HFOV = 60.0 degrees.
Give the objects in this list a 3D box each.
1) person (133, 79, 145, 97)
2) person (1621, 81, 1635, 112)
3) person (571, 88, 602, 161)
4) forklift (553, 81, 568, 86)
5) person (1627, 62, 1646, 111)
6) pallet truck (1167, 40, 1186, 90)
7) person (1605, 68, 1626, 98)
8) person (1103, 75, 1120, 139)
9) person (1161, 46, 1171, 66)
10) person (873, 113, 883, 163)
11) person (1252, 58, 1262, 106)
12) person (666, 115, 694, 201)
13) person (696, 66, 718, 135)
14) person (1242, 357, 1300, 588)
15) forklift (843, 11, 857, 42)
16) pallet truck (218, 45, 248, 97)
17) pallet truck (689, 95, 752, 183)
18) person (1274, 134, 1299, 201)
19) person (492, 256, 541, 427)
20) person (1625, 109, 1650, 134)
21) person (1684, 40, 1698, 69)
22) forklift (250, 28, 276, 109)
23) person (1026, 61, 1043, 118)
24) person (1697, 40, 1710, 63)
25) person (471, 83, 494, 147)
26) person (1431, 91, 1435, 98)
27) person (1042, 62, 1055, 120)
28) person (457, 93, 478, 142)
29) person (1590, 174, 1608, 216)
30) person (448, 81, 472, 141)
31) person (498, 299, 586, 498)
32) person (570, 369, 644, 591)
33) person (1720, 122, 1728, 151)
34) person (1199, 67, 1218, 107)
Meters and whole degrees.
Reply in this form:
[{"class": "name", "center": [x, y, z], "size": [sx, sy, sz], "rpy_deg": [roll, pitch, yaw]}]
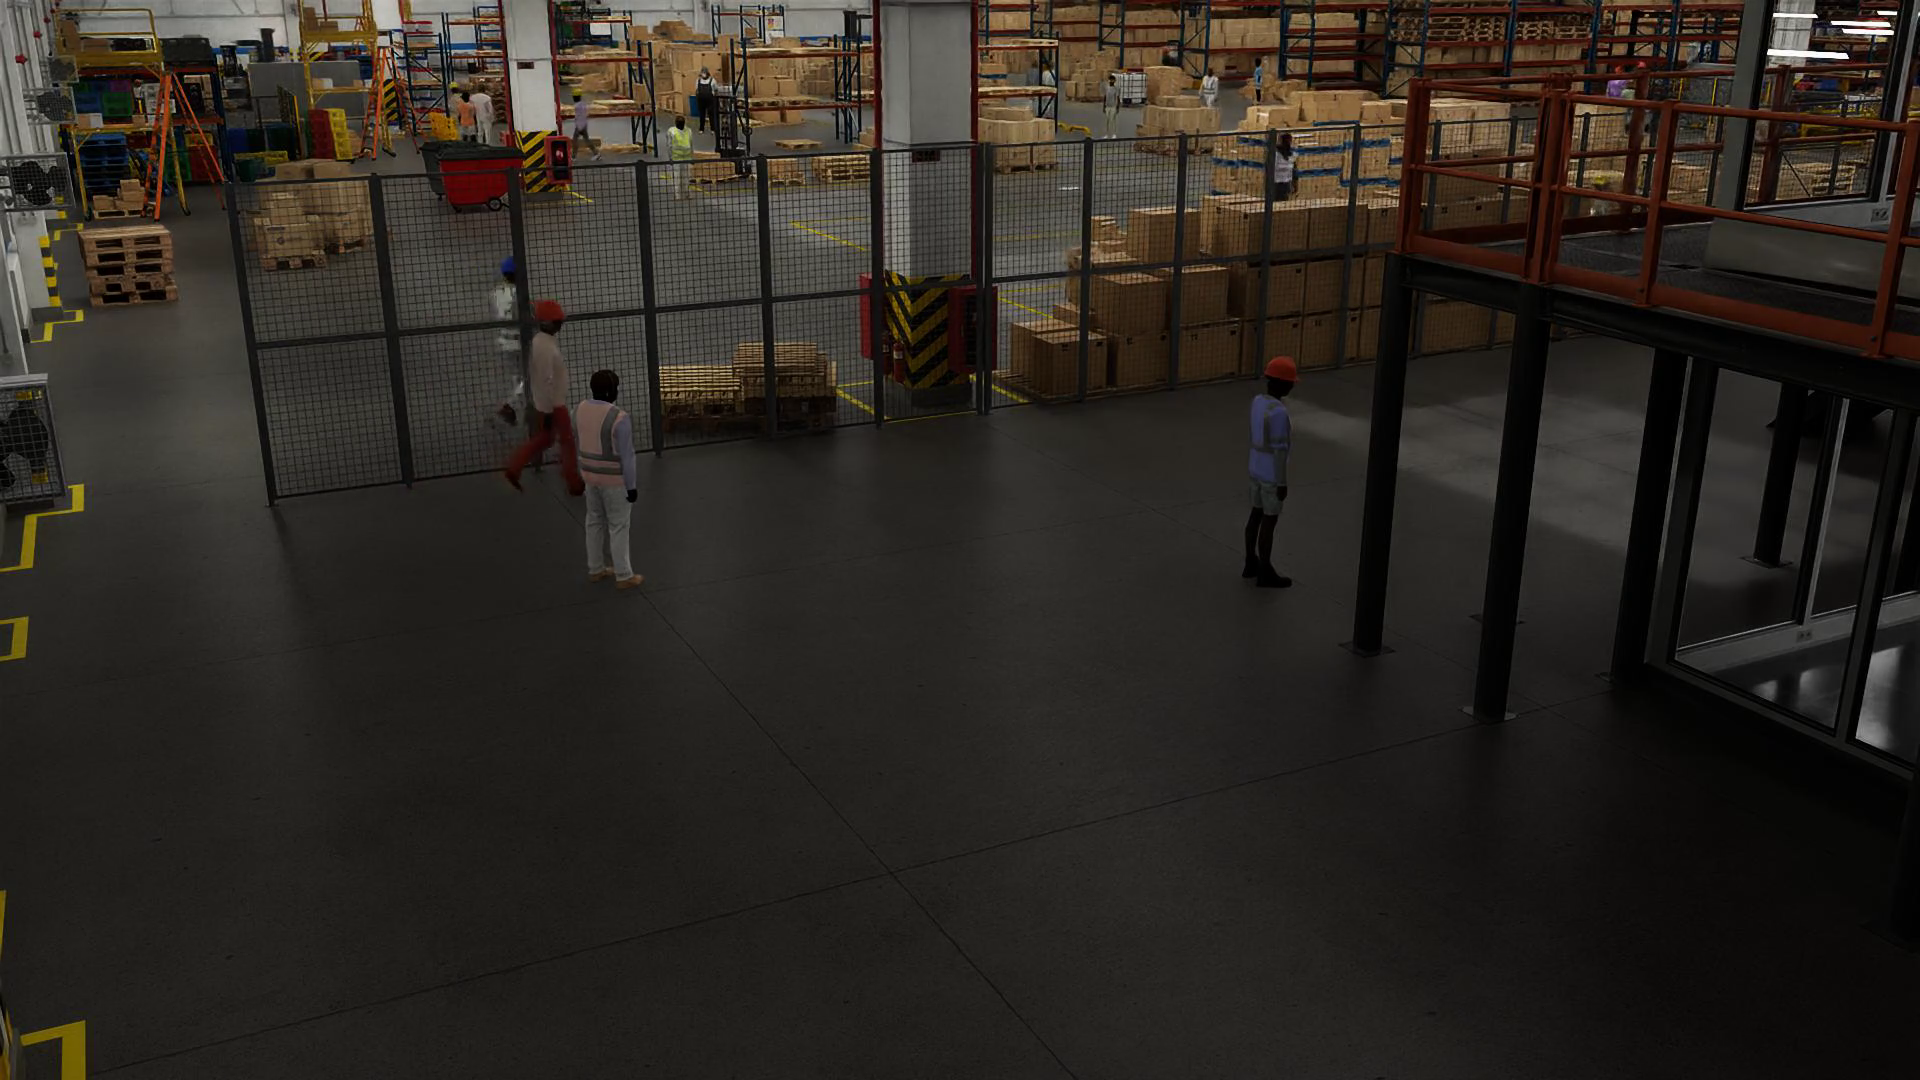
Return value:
[{"class": "person", "center": [-25.321, -13.407, 51.424], "size": [0.519, 1.633, 0.312], "rpy_deg": [6, 20, 17]}, {"class": "person", "center": [20.527, -13.285, 51.108], "size": [0.544, 1.600, 0.771], "rpy_deg": [5, 20, 15]}, {"class": "person", "center": [-10.004, -10.974, 43.973], "size": [0.905, 1.895, 0.599], "rpy_deg": [4, 19, 11]}, {"class": "forklift", "center": [-18.035, -20.936, 71.360], "size": [1.873, 2.768, 1.129], "rpy_deg": [-12, 22, -31]}, {"class": "person", "center": [22.725, -15.063, 55.856], "size": [1.000, 1.889, 0.548], "rpy_deg": [-9, 21, -24]}, {"class": "pallet truck", "center": [9.045, -19.971, 69.895], "size": [0.823, 1.965, 1.885], "rpy_deg": [-3, 19, -8]}, {"class": "person", "center": [20.863, -14.082, 53.011], "size": [0.568, 1.884, 0.981], "rpy_deg": [10, 21, 26]}, {"class": "person", "center": [4.525, -12.956, 49.775], "size": [0.511, 1.860, 0.330], "rpy_deg": [7, 20, 20]}, {"class": "person", "center": [7.975, -18.241, 64.910], "size": [0.542, 1.972, 0.655], "rpy_deg": [12, 22, 31]}, {"class": "person", "center": [-1.705, -8.772, 37.731], "size": [0.501, 1.814, 1.009], "rpy_deg": [5, 20, 14]}, {"class": "person", "center": [11.051, -16.991, 61.704], "size": [0.322, 1.699, 0.536], "rpy_deg": [0, 19, 1]}, {"class": "person", "center": [-6.137, -8.418, 36.650], "size": [0.622, 1.839, 0.429], "rpy_deg": [-13, 23, -32]}, {"class": "person", "center": [-7.780, -13.460, 50.954], "size": [0.674, 2.000, 0.536], "rpy_deg": [2, 19, 6]}, {"class": "person", "center": [2.577, -0.563, 13.742], "size": [0.374, 1.928, 0.542], "rpy_deg": [-5, 20, -14]}, {"class": "forklift", "center": [-5.509, -25.078, 83.367], "size": [1.873, 2.768, 1.129], "rpy_deg": [-9, 21, -25]}, {"class": "pallet truck", "center": [-28.879, -18.665, 66.111], "size": [0.823, 1.965, 1.885], "rpy_deg": [-3, 19, -9]}, {"class": "pallet truck", "center": [-5.836, -9.608, 39.856], "size": [0.823, 1.965, 1.885], "rpy_deg": [10, 22, 27]}, {"class": "person", "center": [6.220, -6.858, 32.030], "size": [0.620, 1.900, 0.453], "rpy_deg": [-6, 20, -17]}, {"class": "person", "center": [-4.904, -2.181, 18.434], "size": [0.626, 1.925, 0.690], "rpy_deg": [13, 23, 34]}, {"class": "person", "center": [16.657, -10.028, 41.135], "size": [0.633, 1.951, 0.506], "rpy_deg": [-5, 20, -14]}, {"class": "person", "center": [35.124, -23.360, 79.985], "size": [0.429, 1.815, 0.601], "rpy_deg": [-8, 20, -21]}, {"class": "forklift", "center": [-24.737, -16.946, 59.793], "size": [1.873, 2.768, 1.129], "rpy_deg": [-9, 21, -25]}, {"class": "person", "center": [2.532, -15.228, 56.279], "size": [0.720, 1.907, 0.494], "rpy_deg": [9, 21, 24]}, {"class": "person", "center": [34.864, -22.624, 78.038], "size": [0.531, 1.697, 0.322], "rpy_deg": [2, 19, 6]}, {"class": "person", "center": [-12.935, -11.404, 45.153], "size": [0.635, 1.936, 0.353], "rpy_deg": [7, 20, 18]}, {"class": "person", "center": [14.094, -13.018, 50.341], "size": [0.525, 1.582, 0.750], "rpy_deg": [12, 22, 31]}, {"class": "person", "center": [2.959, -14.984, 55.620], "size": [0.352, 1.912, 0.666], "rpy_deg": [-15, 24, -36]}, {"class": "person", "center": [-13.349, -11.278, 45.152], "size": [0.532, 1.695, 0.319], "rpy_deg": [3, 19, 8]}, {"class": "person", "center": [10.411, -5.128, 27.269], "size": [0.442, 1.727, 0.496], "rpy_deg": [5, 20, 15]}, {"class": "person", "center": [-13.987, -11.844, 46.494], "size": [0.562, 1.898, 0.593], "rpy_deg": [12, 22, 31]}, {"class": "person", "center": [-3.998, -1.334, 15.917], "size": [0.871, 1.972, 0.609], "rpy_deg": [-7, 20, -19]}, {"class": "person", "center": [-2.895, -0.500, 13.711], "size": [0.624, 1.835, 0.431], "rpy_deg": [12, 22, 31]}, {"class": "person", "center": [18.525, -9.474, 39.857], "size": [0.530, 1.736, 0.801], "rpy_deg": [-7, 20, -19]}, {"class": "person", "center": [8.079, -14.412, 54.046], "size": [0.571, 1.828, 1.008], "rpy_deg": [18, 26, 42]}]
